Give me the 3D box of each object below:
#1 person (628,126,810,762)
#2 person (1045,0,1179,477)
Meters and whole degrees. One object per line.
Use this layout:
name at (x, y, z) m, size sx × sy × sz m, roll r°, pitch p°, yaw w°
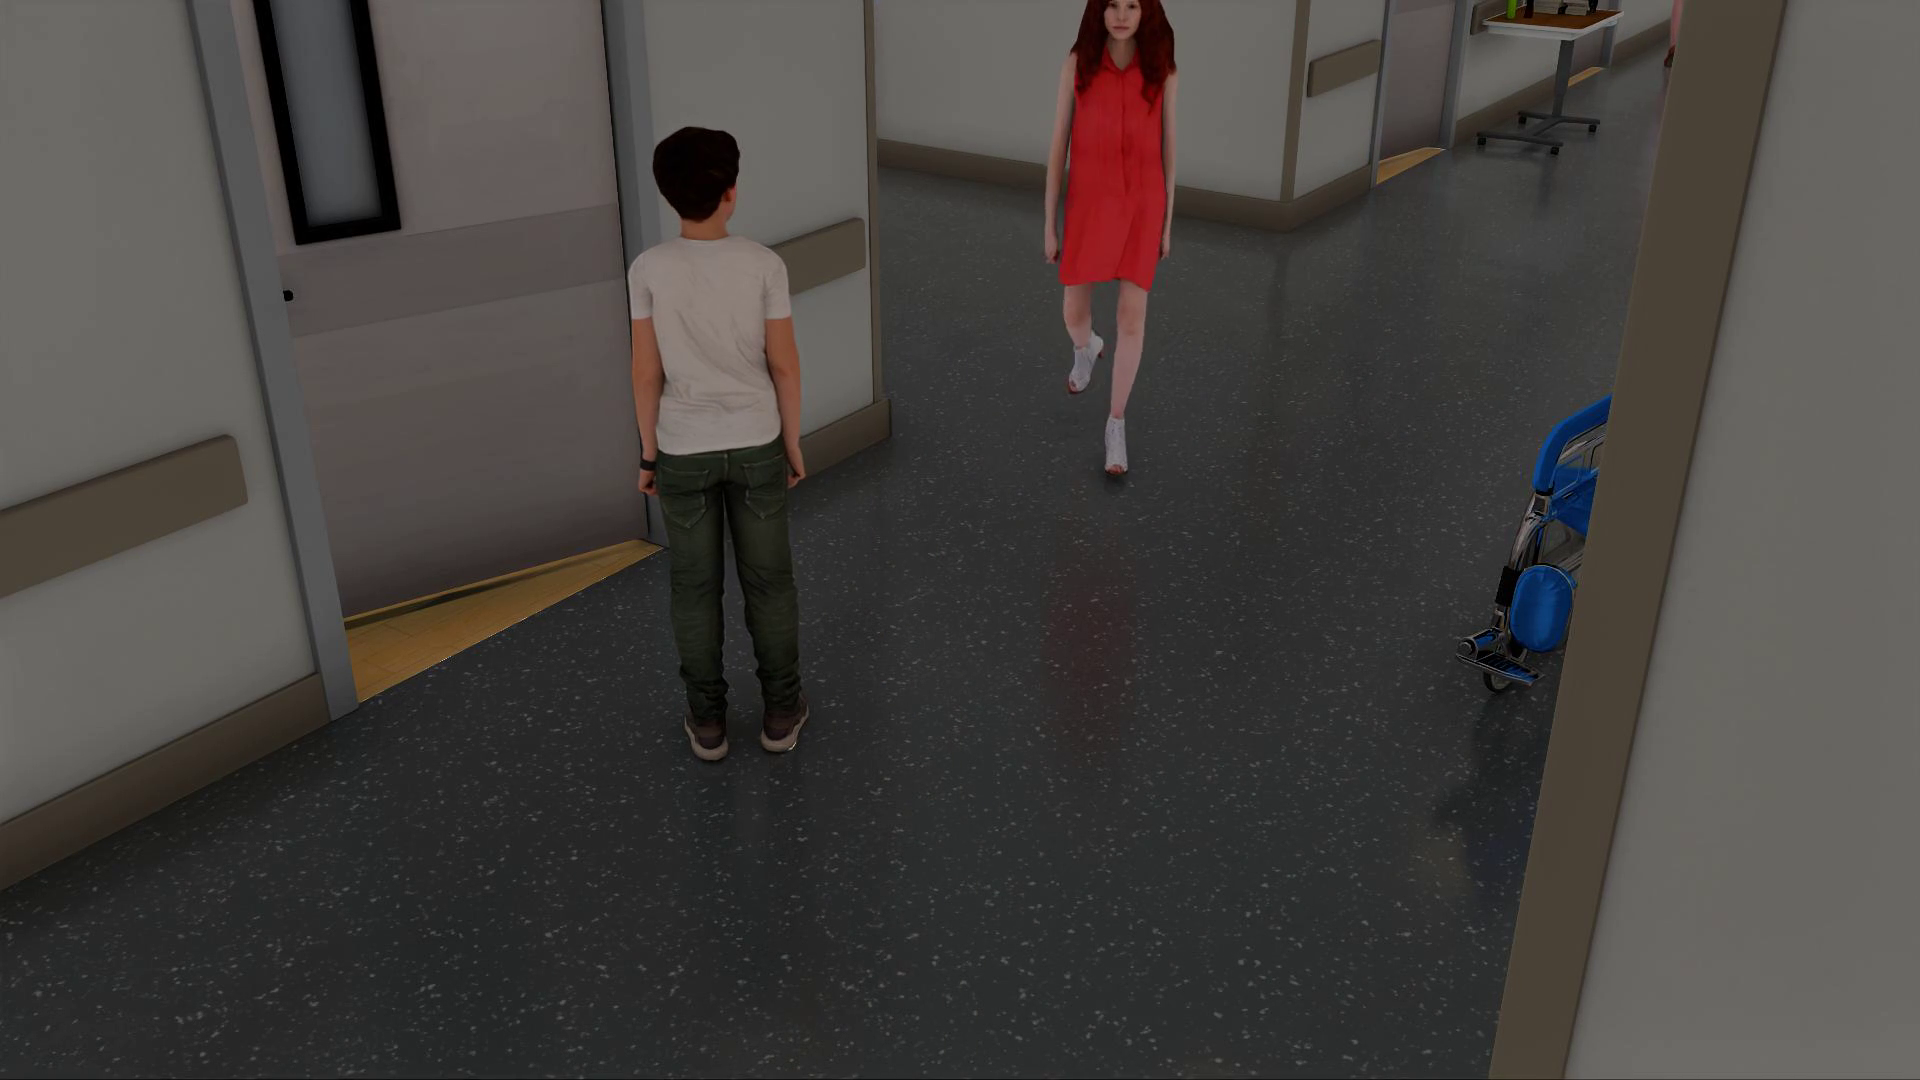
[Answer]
person at (-0.611, -0.215, 4.228) m, size 0.666 × 1.653 × 0.722 m, roll -4°, pitch 26°, yaw -7°
person at (0.553, -1.142, 5.983) m, size 0.890 × 1.798 × 1.035 m, roll 3°, pitch 26°, yaw 6°
